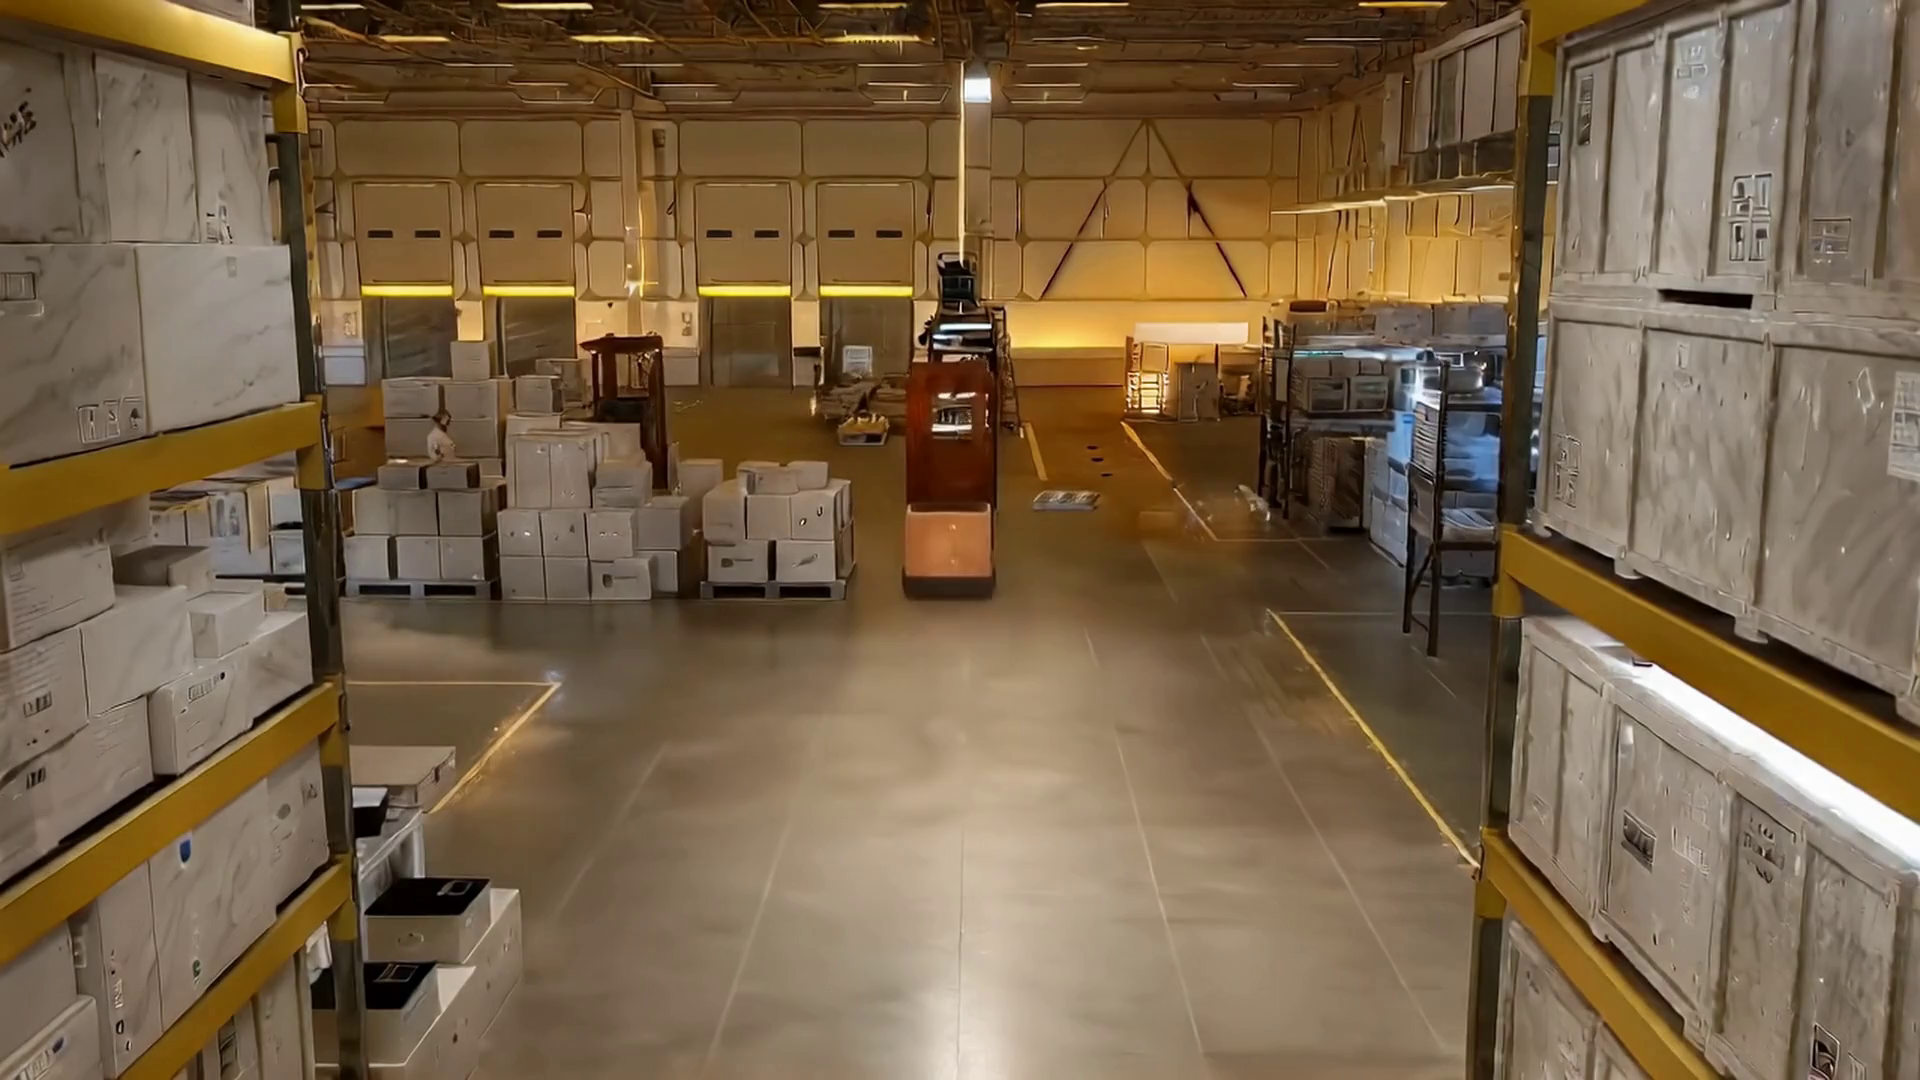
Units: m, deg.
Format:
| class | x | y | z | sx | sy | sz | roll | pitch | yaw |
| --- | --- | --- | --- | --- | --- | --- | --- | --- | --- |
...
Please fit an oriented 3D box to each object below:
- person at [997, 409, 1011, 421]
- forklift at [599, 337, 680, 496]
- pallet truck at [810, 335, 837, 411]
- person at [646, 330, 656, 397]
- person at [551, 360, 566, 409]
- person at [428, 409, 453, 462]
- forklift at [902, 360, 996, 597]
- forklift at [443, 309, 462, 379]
| class | x | y | z | sx | sy | sz | roll | pitch | yaw |
| --- | --- | --- | --- | --- | --- | --- | --- | --- | --- |
| person | 0.700 | -3.824 | 40.646 | 1.060 | 1.874 | 0.621 | 2 | 10 | 12 |
| forklift | -5.067 | -1.764 | 25.881 | 1.129 | 2.768 | 1.873 | 0 | 10 | 1 |
| pallet truck | -3.021 | -4.312 | 43.126 | 1.885 | 1.965 | 0.823 | 3 | 10 | 17 |
| person | -8.736 | -5.002 | 47.308 | 0.388 | 1.930 | 0.544 | -9 | 14 | -43 |
| person | -8.250 | -2.728 | 34.158 | 0.356 | 1.936 | 0.551 | -2 | 10 | -12 |
| person | -7.311 | -0.889 | 23.545 | 0.372 | 1.940 | 0.631 | -1 | 10 | -7 |
| forklift | -0.129 | -0.810 | 20.374 | 1.129 | 2.768 | 1.873 | 0 | 10 | 1 |
| forklift | -11.663 | -3.918 | 38.306 | 1.873 | 2.768 | 1.129 | -3 | 10 | -17 |
